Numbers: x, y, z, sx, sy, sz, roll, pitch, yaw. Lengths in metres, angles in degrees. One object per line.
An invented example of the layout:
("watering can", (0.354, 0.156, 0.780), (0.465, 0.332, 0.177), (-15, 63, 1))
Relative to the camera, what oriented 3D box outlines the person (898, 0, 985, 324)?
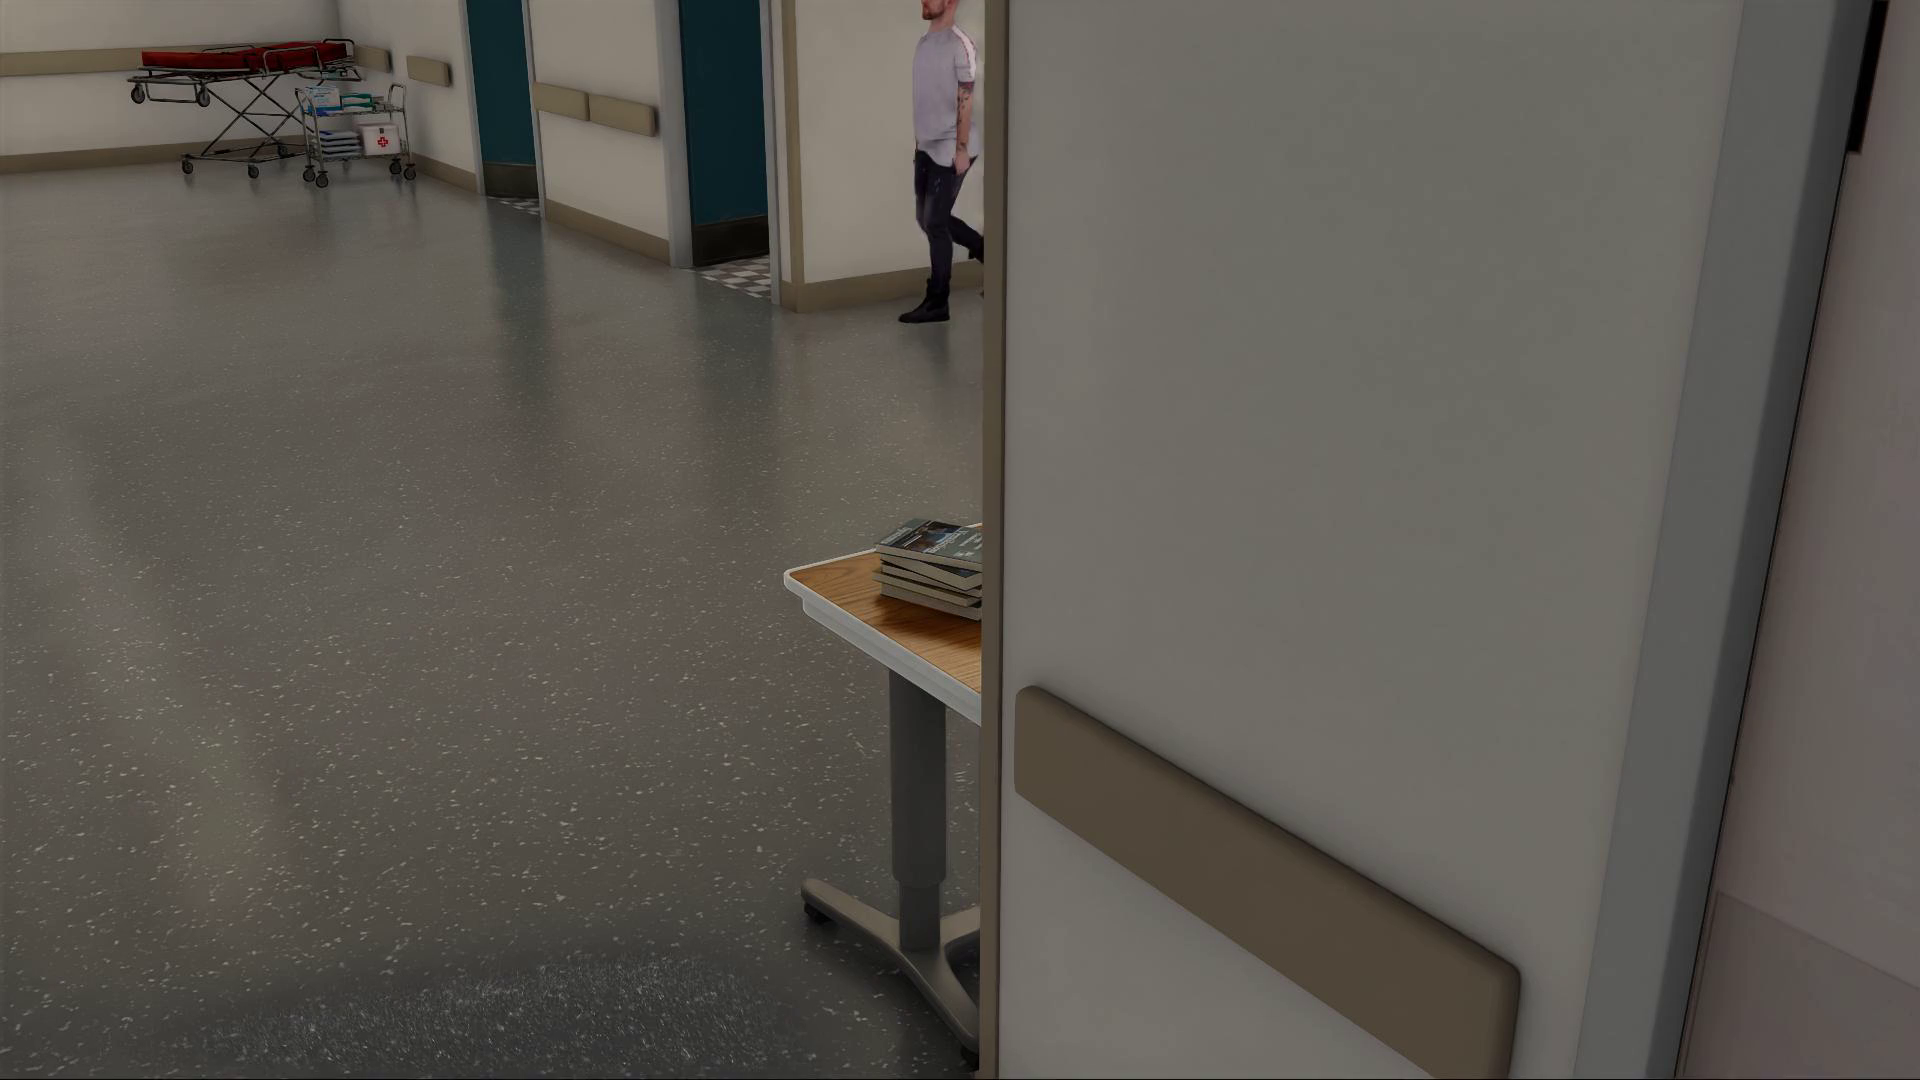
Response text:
("person", (0.000, -2.086, 8.947), (0.828, 1.814, 0.983), (-10, 23, -24))
